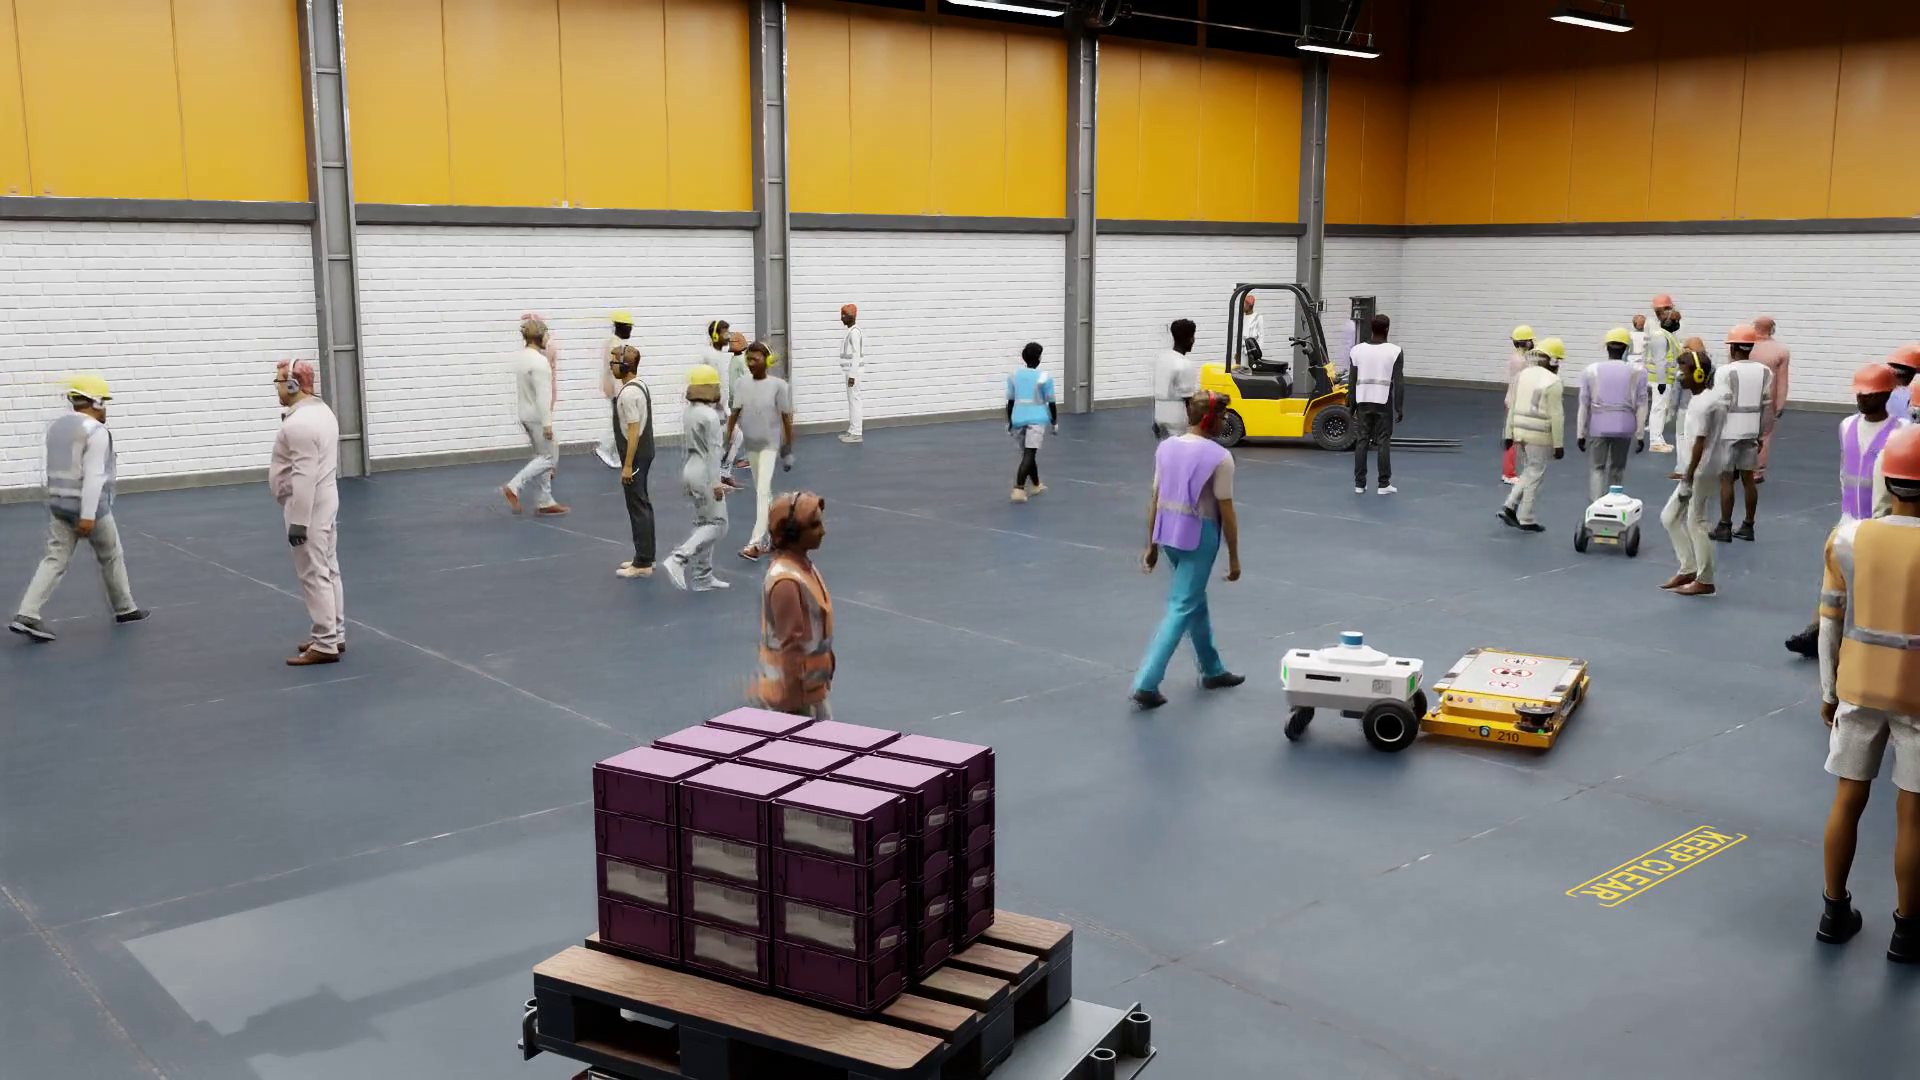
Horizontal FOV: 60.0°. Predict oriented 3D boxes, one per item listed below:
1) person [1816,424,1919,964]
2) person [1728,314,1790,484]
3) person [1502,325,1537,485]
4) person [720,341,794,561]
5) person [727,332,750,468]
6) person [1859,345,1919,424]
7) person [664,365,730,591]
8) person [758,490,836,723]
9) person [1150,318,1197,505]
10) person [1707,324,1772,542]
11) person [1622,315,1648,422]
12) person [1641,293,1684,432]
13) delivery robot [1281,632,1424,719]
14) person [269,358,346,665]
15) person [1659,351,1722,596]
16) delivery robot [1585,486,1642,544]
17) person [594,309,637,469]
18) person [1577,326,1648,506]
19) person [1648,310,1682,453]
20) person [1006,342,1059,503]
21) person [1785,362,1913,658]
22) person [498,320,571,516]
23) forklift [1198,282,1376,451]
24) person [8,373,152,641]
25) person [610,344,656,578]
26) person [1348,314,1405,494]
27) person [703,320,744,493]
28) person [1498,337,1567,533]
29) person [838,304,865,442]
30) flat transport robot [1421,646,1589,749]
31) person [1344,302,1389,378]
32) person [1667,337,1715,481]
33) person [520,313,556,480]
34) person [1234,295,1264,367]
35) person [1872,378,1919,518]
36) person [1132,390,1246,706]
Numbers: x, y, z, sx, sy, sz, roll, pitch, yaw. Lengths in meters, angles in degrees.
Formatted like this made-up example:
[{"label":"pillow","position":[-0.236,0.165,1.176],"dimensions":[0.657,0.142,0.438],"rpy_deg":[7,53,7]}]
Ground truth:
[{"label":"person","position":[3.381,0.551,6.002],"dimensions":[0.351,1.942,0.545],"rpy_deg":[-8,13,-40]},{"label":"person","position":[8.819,-1.549,18.437],"dimensions":[0.655,1.893,0.573],"rpy_deg":[6,11,32]},{"label":"person","position":[6.216,-1.495,18.485],"dimensions":[0.306,1.772,0.527],"rpy_deg":[2,10,14]},{"label":"person","position":[-1.732,-0.736,13.902],"dimensions":[0.538,1.820,0.957],"rpy_deg":[5,11,26]},{"label":"person","position":[-2.668,-1.677,19.949],"dimensions":[0.286,1.633,0.499],"rpy_deg":[-5,11,-26]},{"label":"person","position":[7.044,-0.523,12.542],"dimensions":[0.542,1.876,1.000],"rpy_deg":[4,11,24]},{"label":"person","position":[-1.976,-0.447,12.462],"dimensions":[0.493,1.724,0.500],"rpy_deg":[-6,11,-30]},{"label":"person","position":[-0.680,0.610,6.580],"dimensions":[0.438,1.626,0.520],"rpy_deg":[1,10,5]},{"label":"person","position":[2.081,-1.146,15.907],"dimensions":[0.429,1.946,0.641],"rpy_deg":[-4,11,-24]},{"label":"person","position":[6.897,-0.949,14.798],"dimensions":[0.552,1.935,0.373],"rpy_deg":[-2,10,-14]},{"label":"person","position":[10.378,-2.623,25.477],"dimensions":[0.522,1.637,0.305],"rpy_deg":[1,10,8]},{"label":"person","position":[10.215,-2.577,24.126],"dimensions":[0.759,2.015,0.635],"rpy_deg":[-7,12,-34]},{"label":"delivery robot","position":[2.059,0.726,8.756],"dimensions":[0.707,0.478,0.477],"rpy_deg":[4,10,21]},{"label":"person","position":[-4.082,-0.177,10.373],"dimensions":[0.403,1.906,0.651],"rpy_deg":[-1,10,-8]},{"label":"person","position":[5.409,-0.475,12.315],"dimensions":[0.549,1.831,0.550],"rpy_deg":[3,10,19]},{"label":"delivery robot","position":[5.632,-0.223,14.314],"dimensions":[0.477,0.478,0.707],"rpy_deg":[6,12,32]},{"label":"person","position":[-4.060,-1.783,19.780],"dimensions":[0.498,1.904,0.604],"rpy_deg":[-3,10,-16]},{"label":"person","position":[6.002,-1.013,15.325],"dimensions":[0.592,1.894,0.650],"rpy_deg":[3,10,19]},{"label":"person","position":[9.165,-2.063,21.606],"dimensions":[0.429,1.843,0.622],"rpy_deg":[5,11,29]},{"label":"person","position":[0.746,-1.221,17.235],"dimensions":[0.539,1.645,0.890],"rpy_deg":[6,11,30]},{"label":"person","position":[5.706,-0.171,10.438],"dimensions":[1.025,1.875,0.554],"rpy_deg":[-5,11,-27]},{"label":"person","position":[-4.129,-1.156,16.059],"dimensions":[0.631,1.919,0.637],"rpy_deg":[-5,11,-27]},{"label":"forklift","position":[4.328,-2.346,22.227],"dimensions":[2.313,2.155,1.214],"rpy_deg":[3,10,16]},{"label":"person","position":[-5.956,-0.224,11.110],"dimensions":[0.595,1.766,0.963],"rpy_deg":[4,11,25]},{"label":"person","position":[-2.581,-0.619,13.136],"dimensions":[0.328,1.844,0.511],"rpy_deg":[0,10,-1]},{"label":"person","position":[4.440,-1.448,17.780],"dimensions":[0.597,1.915,0.372],"rpy_deg":[6,11,32]},{"label":"person","position":[-2.505,-1.424,17.824],"dimensions":[0.523,1.854,0.572],"rpy_deg":[0,10,2]},{"label":"person","position":[5.277,-0.940,15.162],"dimensions":[0.452,1.804,0.602],"rpy_deg":[-2,10,-13]},{"label":"person","position":[-1.487,-2.278,22.733],"dimensions":[0.356,1.886,0.574],"rpy_deg":[-2,10,-10]},{"label":"flat transport robot","position":[3.039,0.841,9.190],"dimensions":[0.652,0.197,1.431],"rpy_deg":[5,11,27]},{"label":"person","position":[5.979,-2.522,24.171],"dimensions":[0.673,1.874,0.847],"rpy_deg":[-2,10,-13]},{"label":"person","position":[8.247,-1.470,18.742],"dimensions":[0.523,1.626,0.335],"rpy_deg":[-2,10,-10]},{"label":"person","position":[-4.846,-1.622,18.930],"dimensions":[0.454,1.896,0.661],"rpy_deg":[-6,11,-32]},{"label":"person","position":[4.812,-3.143,27.796],"dimensions":[0.353,1.886,0.573],"rpy_deg":[-7,12,-36]},{"label":"person","position":[4.891,0.112,8.500],"dimensions":[0.640,1.968,0.668],"rpy_deg":[-3,10,-16]},{"label":"person","position":[1.317,0.039,9.451],"dimensions":[0.948,1.794,0.582],"rpy_deg":[-6,12,-33]}]
